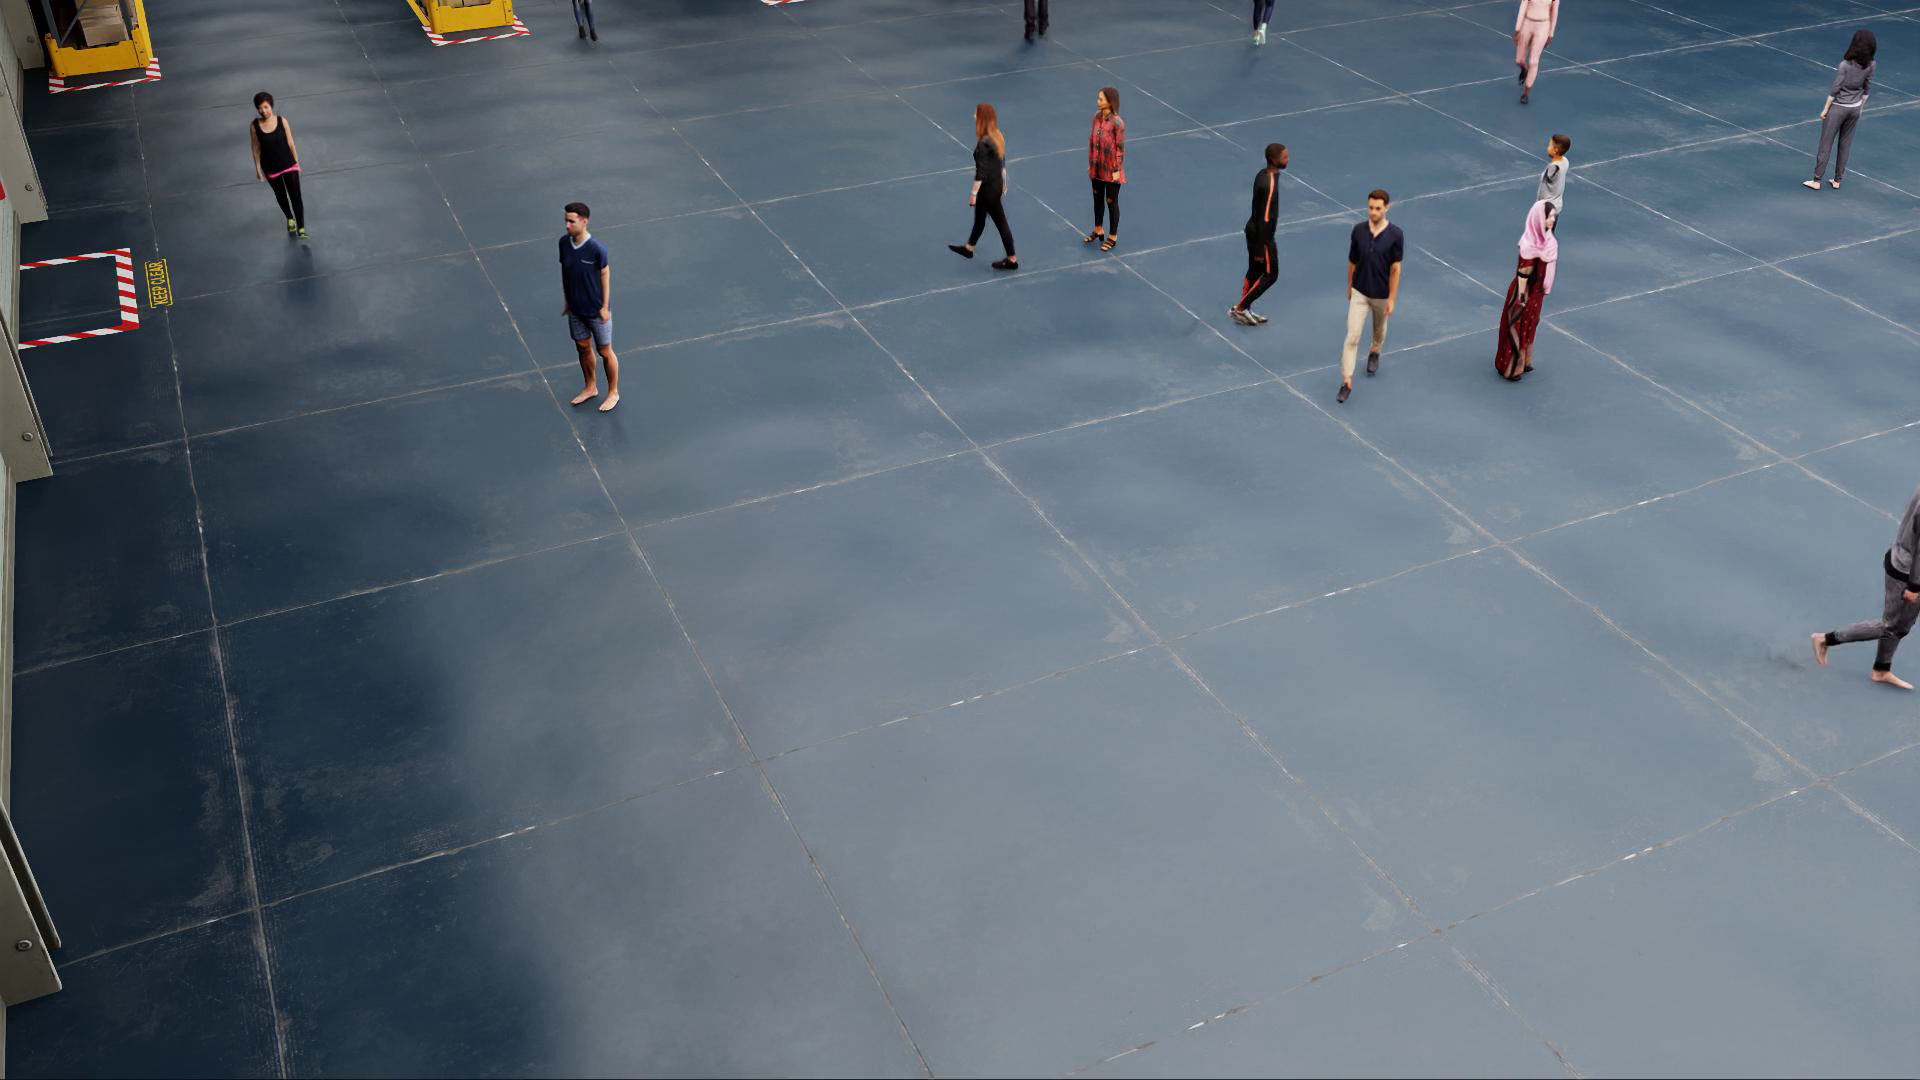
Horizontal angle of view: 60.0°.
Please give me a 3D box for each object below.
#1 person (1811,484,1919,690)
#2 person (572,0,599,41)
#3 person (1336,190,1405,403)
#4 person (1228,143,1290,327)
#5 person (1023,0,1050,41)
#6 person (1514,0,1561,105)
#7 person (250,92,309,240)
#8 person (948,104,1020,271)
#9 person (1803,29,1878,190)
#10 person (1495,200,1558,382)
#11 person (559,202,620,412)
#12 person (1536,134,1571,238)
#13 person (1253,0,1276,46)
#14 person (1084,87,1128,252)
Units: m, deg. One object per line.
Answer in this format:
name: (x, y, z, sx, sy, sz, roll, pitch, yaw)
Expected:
person: (6.082, 0.165, 10.808, 1.073, 1.825, 0.994, 14, 36, 21)
person: (-5.365, -7.870, 23.361, 0.678, 1.609, 0.899, -12, 35, -17)
person: (3.598, -2.163, 14.406, 1.167, 1.805, 1.212, 12, 35, 18)
person: (2.696, -2.805, 15.402, 0.856, 1.795, 0.746, -1, 33, -2)
person: (1.055, -7.939, 23.274, 0.892, 1.820, 0.996, -1, 33, -1)
person: (7.271, -6.430, 21.057, 0.957, 1.708, 1.012, 11, 35, 17)
person: (-7.122, -3.942, 17.400, 0.649, 1.524, 0.961, -10, 34, -15)
person: (0.406, -3.481, 16.552, 1.068, 1.676, 1.036, 9, 34, 14)
person: (9.802, -4.767, 18.448, 0.669, 1.764, 0.640, -2, 33, -2)
person: (4.996, -2.211, 14.633, 0.742, 1.638, 0.750, 26, 41, 34)
person: (-3.152, -2.000, 14.114, 0.694, 1.850, 0.772, 15, 36, 21)
person: (5.904, -3.403, 16.636, 0.645, 1.453, 0.630, 21, 38, 29)
person: (4.192, -7.634, 22.929, 0.924, 1.685, 1.012, 8, 34, 12)
person: (1.501, -3.816, 17.046, 0.725, 1.699, 0.567, -23, 40, -31)
